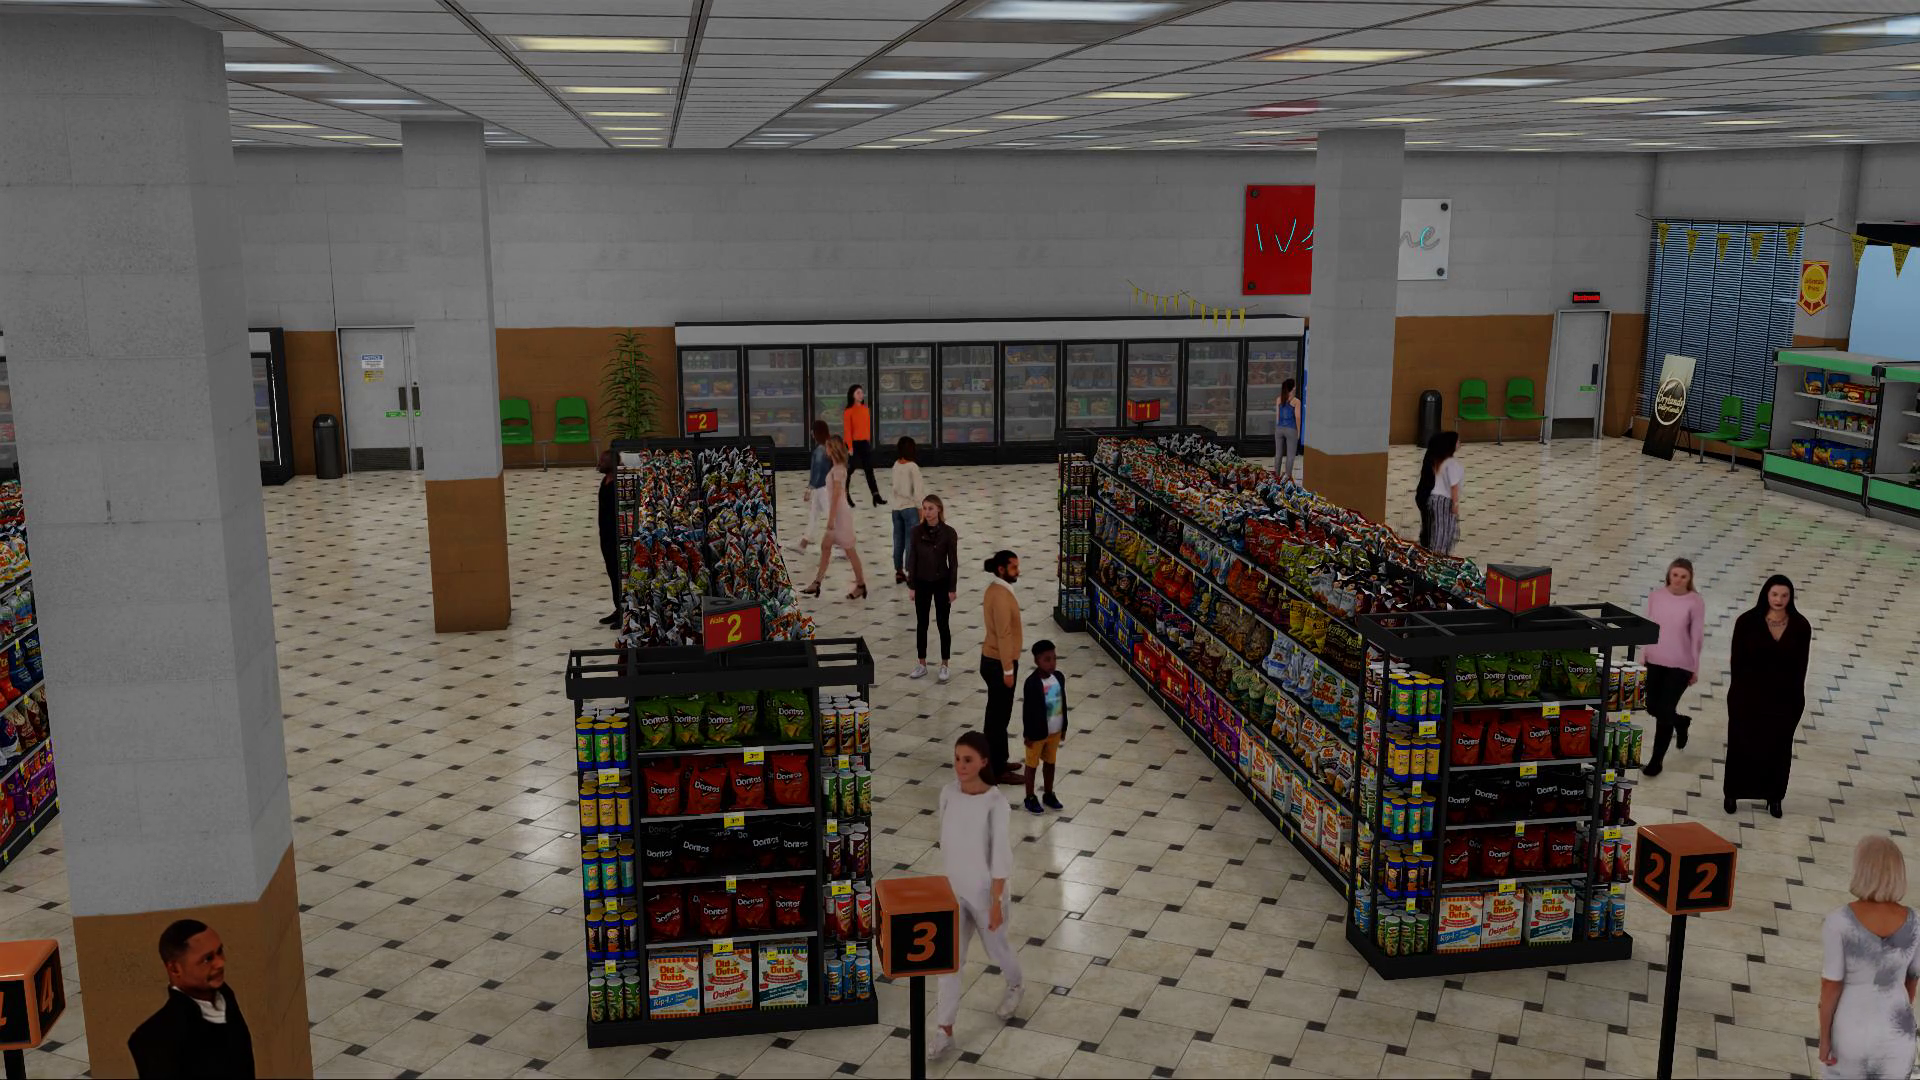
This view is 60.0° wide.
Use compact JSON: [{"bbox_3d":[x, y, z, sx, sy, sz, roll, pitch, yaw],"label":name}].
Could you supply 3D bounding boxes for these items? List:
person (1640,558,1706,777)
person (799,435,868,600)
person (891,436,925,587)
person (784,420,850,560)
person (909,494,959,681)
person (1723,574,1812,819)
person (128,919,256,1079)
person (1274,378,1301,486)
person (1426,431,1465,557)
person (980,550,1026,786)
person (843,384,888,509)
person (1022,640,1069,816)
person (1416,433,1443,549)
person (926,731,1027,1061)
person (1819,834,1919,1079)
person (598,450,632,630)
[{"bbox_3d":[5.427,0.948,12.633,0.953,1.660,1.002,-10,16,-40],"label":"person"},{"bbox_3d":[-1.164,-0.206,17.801,0.750,1.789,0.929,-1,12,-3],"label":"person"},{"bbox_3d":[-0.604,-0.335,18.670,0.760,1.683,0.645,-9,15,-38],"label":"person"},{"bbox_3d":[-1.528,-0.559,19.803,0.855,1.654,1.083,1,12,3],"label":"person"},{"bbox_3d":[-0.238,0.419,15.039,0.673,1.703,0.661,4,12,16],"label":"person"},{"bbox_3d":[5.684,1.089,11.738,0.752,1.753,0.751,3,12,16],"label":"person"},{"bbox_3d":[-2.683,2.240,5.905,0.800,1.904,0.633,1,12,4],"label":"person"},{"bbox_3d":[4.903,-1.626,24.980,0.641,1.608,0.706,9,15,36],"label":"person"},{"bbox_3d":[5.560,-0.430,19.130,0.747,1.679,0.569,-3,12,-13],"label":"person"},{"bbox_3d":[0.303,0.935,12.471,0.729,1.752,0.548,-1,12,-5],"label":"person"},{"bbox_3d":[-1.494,-1.290,23.119,0.983,1.717,1.125,-11,16,-43],"label":"person"},{"bbox_3d":[0.591,1.313,11.846,0.591,1.269,0.630,-8,14,-34],"label":"person"},{"bbox_3d":[5.465,-0.441,19.347,0.792,1.611,0.695,3,12,14],"label":"person"},{"bbox_3d":[0.131,1.796,8.619,1.054,1.653,1.149,7,14,30],"label":"person"},{"bbox_3d":[3.817,2.123,6.935,0.908,1.708,1.160,4,12,17],"label":"person"},{"bbox_3d":[-3.481,-0.018,16.834,0.797,1.818,0.638,-8,14,-34],"label":"person"}]
